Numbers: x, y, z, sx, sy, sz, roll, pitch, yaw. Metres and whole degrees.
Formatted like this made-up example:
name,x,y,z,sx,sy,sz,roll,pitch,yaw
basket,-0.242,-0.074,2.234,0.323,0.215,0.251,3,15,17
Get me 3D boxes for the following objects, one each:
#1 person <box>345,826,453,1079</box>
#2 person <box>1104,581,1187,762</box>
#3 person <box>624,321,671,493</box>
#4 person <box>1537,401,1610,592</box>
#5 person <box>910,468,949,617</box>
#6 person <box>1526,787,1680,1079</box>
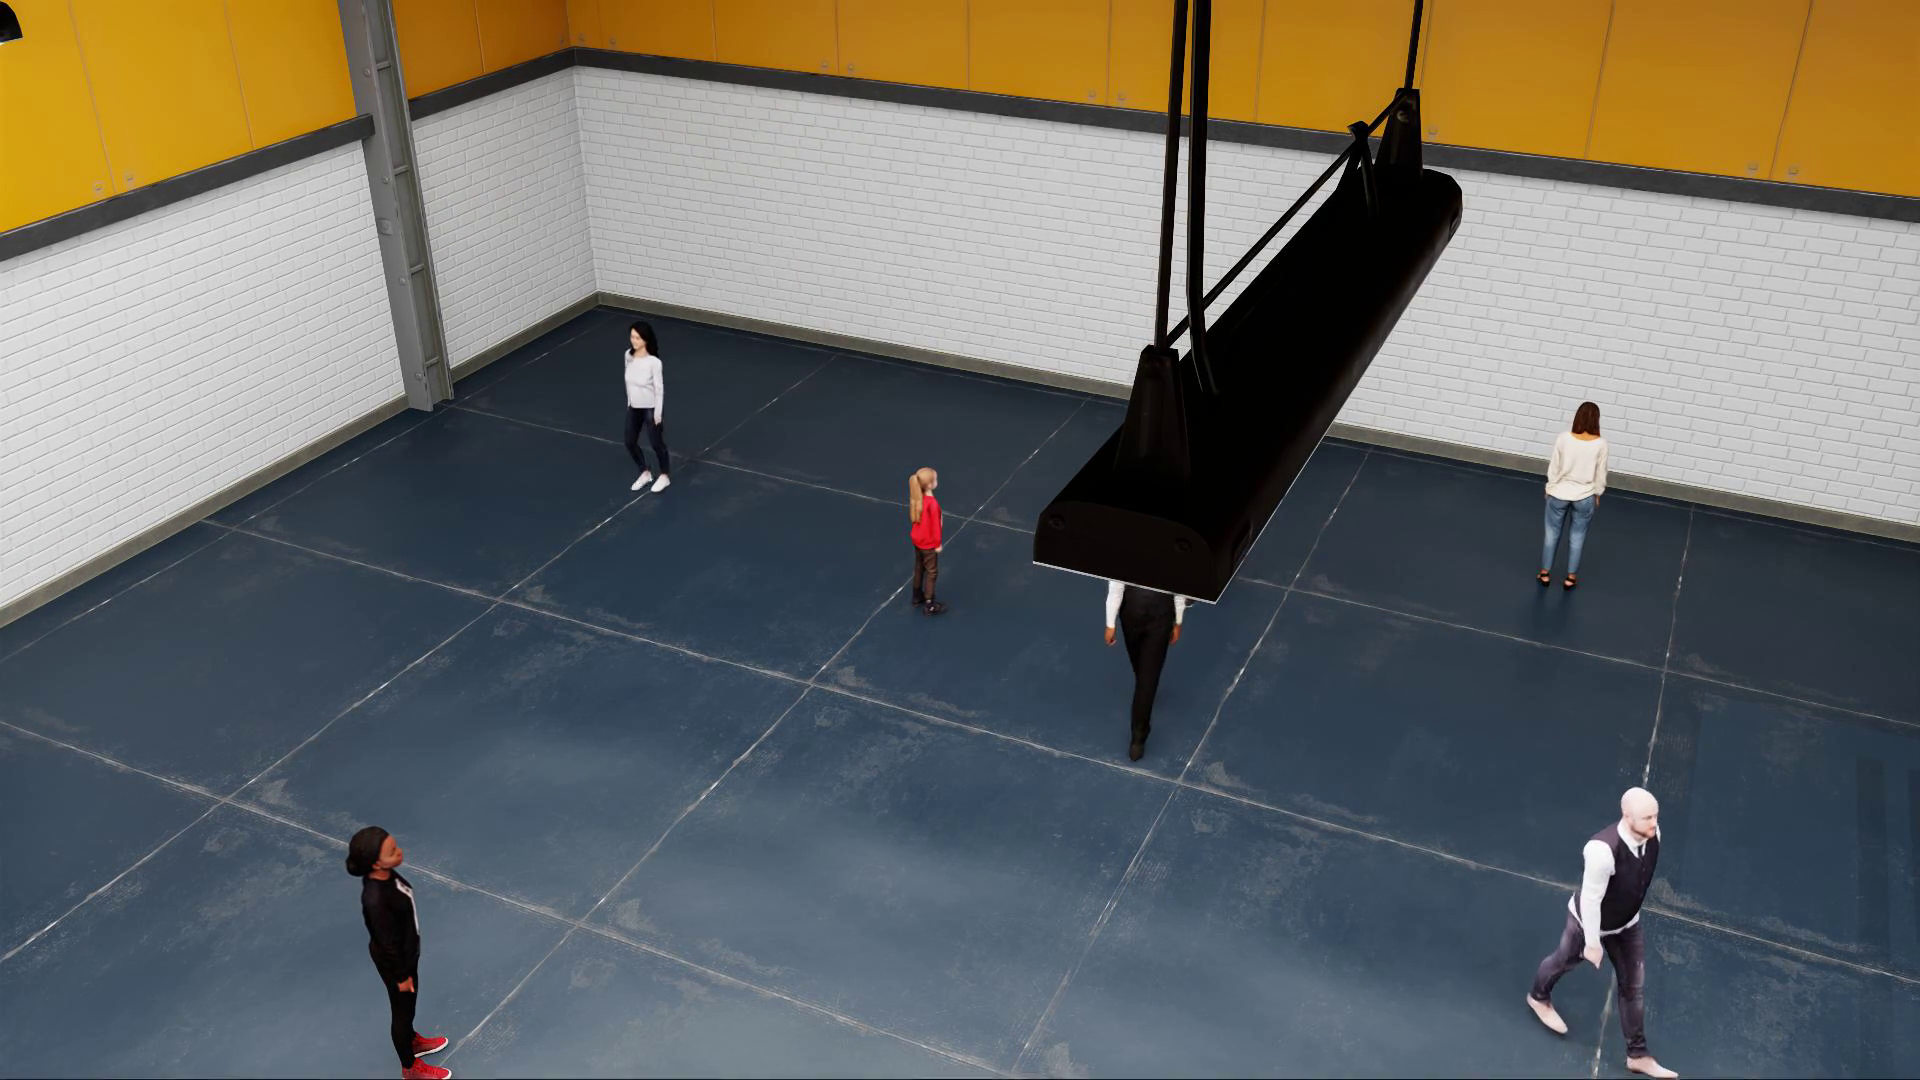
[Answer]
name,x,y,z,sx,sy,sz,roll,pitch,yaw
person,-3.063,2.247,9.031,0.744,1.675,0.675,-8,30,-15
person,1.355,0.533,11.962,0.877,1.878,1.338,7,29,13
person,-2.849,-1.257,15.441,0.658,1.688,0.630,16,33,27
person,5.084,-0.369,13.819,0.612,1.682,0.519,12,31,21
person,-0.275,-0.001,13.563,0.614,1.282,0.568,-15,32,-26
person,3.500,2.077,9.235,1.225,1.777,1.186,-16,32,-27
